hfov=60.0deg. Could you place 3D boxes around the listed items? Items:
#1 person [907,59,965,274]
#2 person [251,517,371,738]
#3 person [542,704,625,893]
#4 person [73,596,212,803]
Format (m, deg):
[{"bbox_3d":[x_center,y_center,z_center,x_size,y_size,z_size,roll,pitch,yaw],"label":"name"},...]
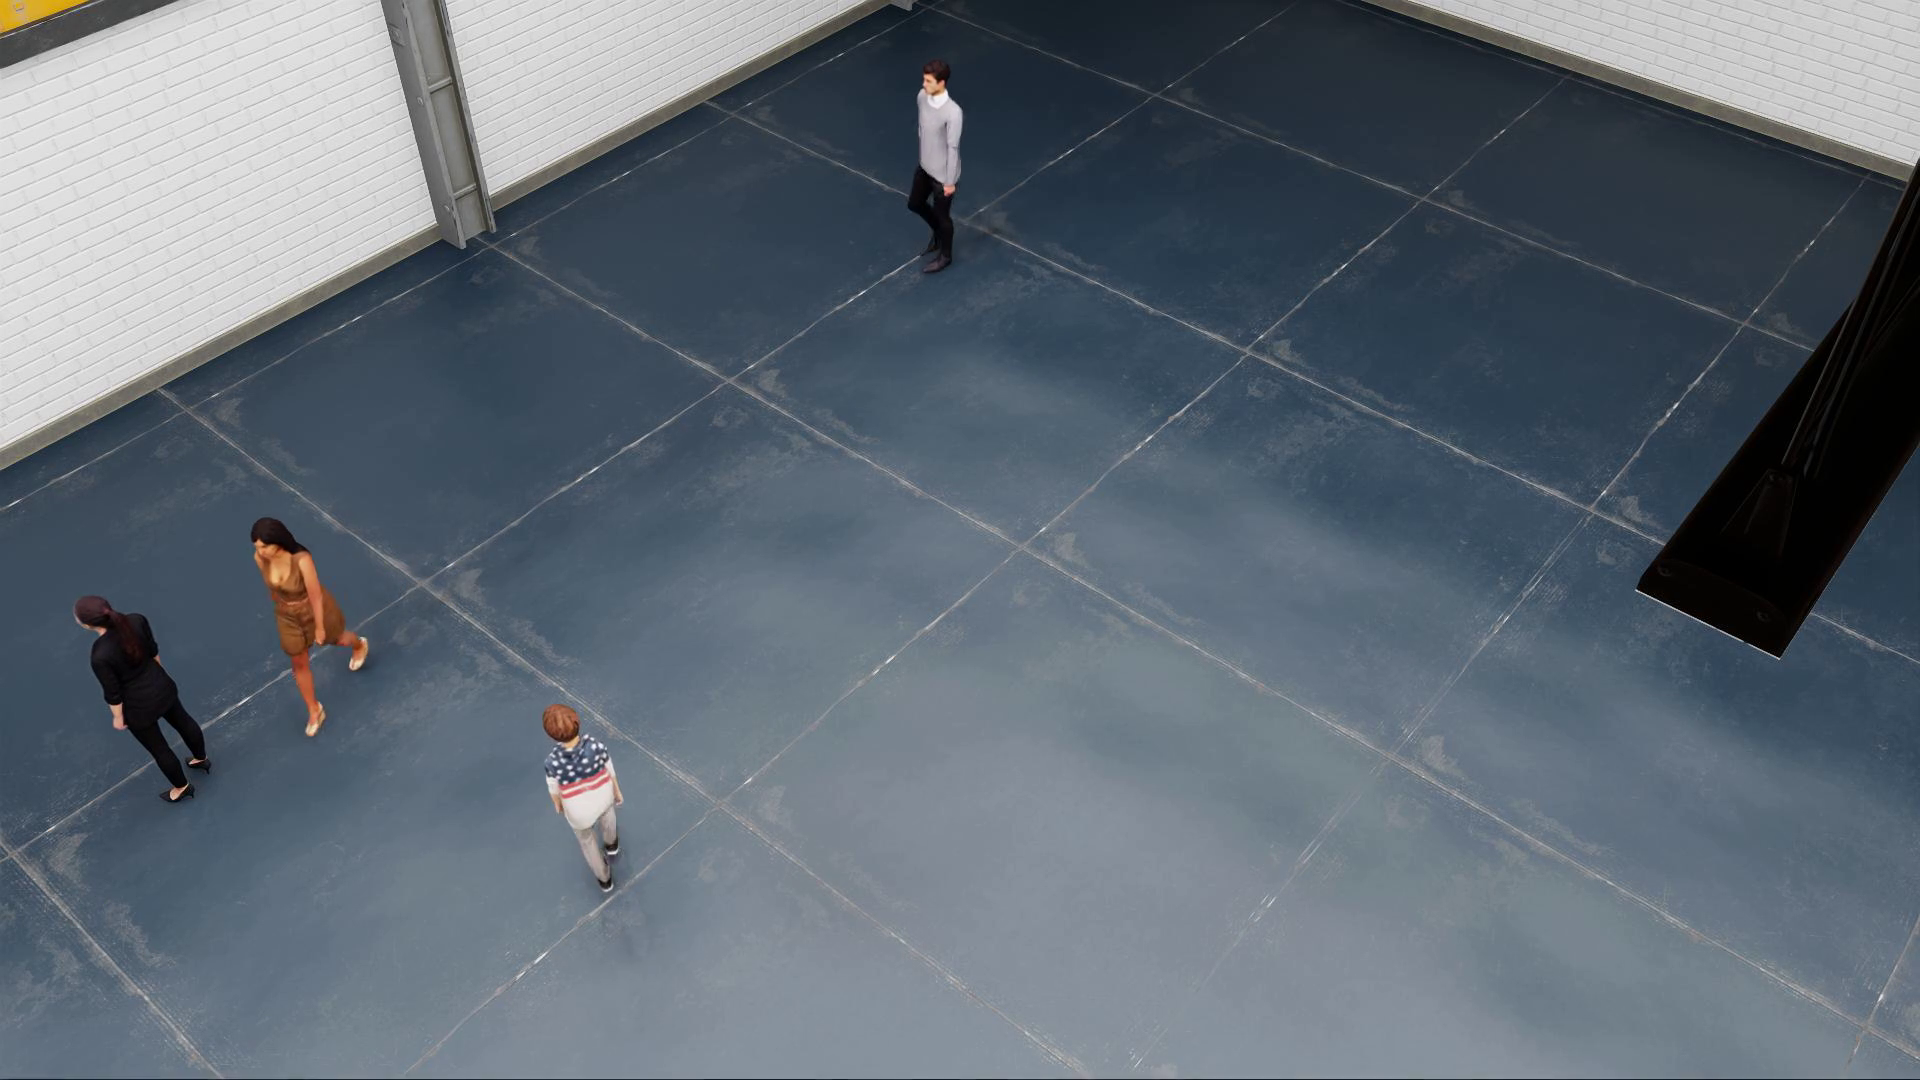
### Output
[{"bbox_3d":[-0.109,-3.142,13.912,0.741,1.912,0.796,-29,51,-27],"label":"person"},{"bbox_3d":[-4.019,0.417,10.367,0.907,1.648,1.081,8,44,8],"label":"person"},{"bbox_3d":[-2.094,1.492,9.400,0.722,1.427,0.739,-18,47,-18],"label":"person"},{"bbox_3d":[-4.811,0.928,9.821,0.741,1.663,0.624,11,45,11],"label":"person"}]
